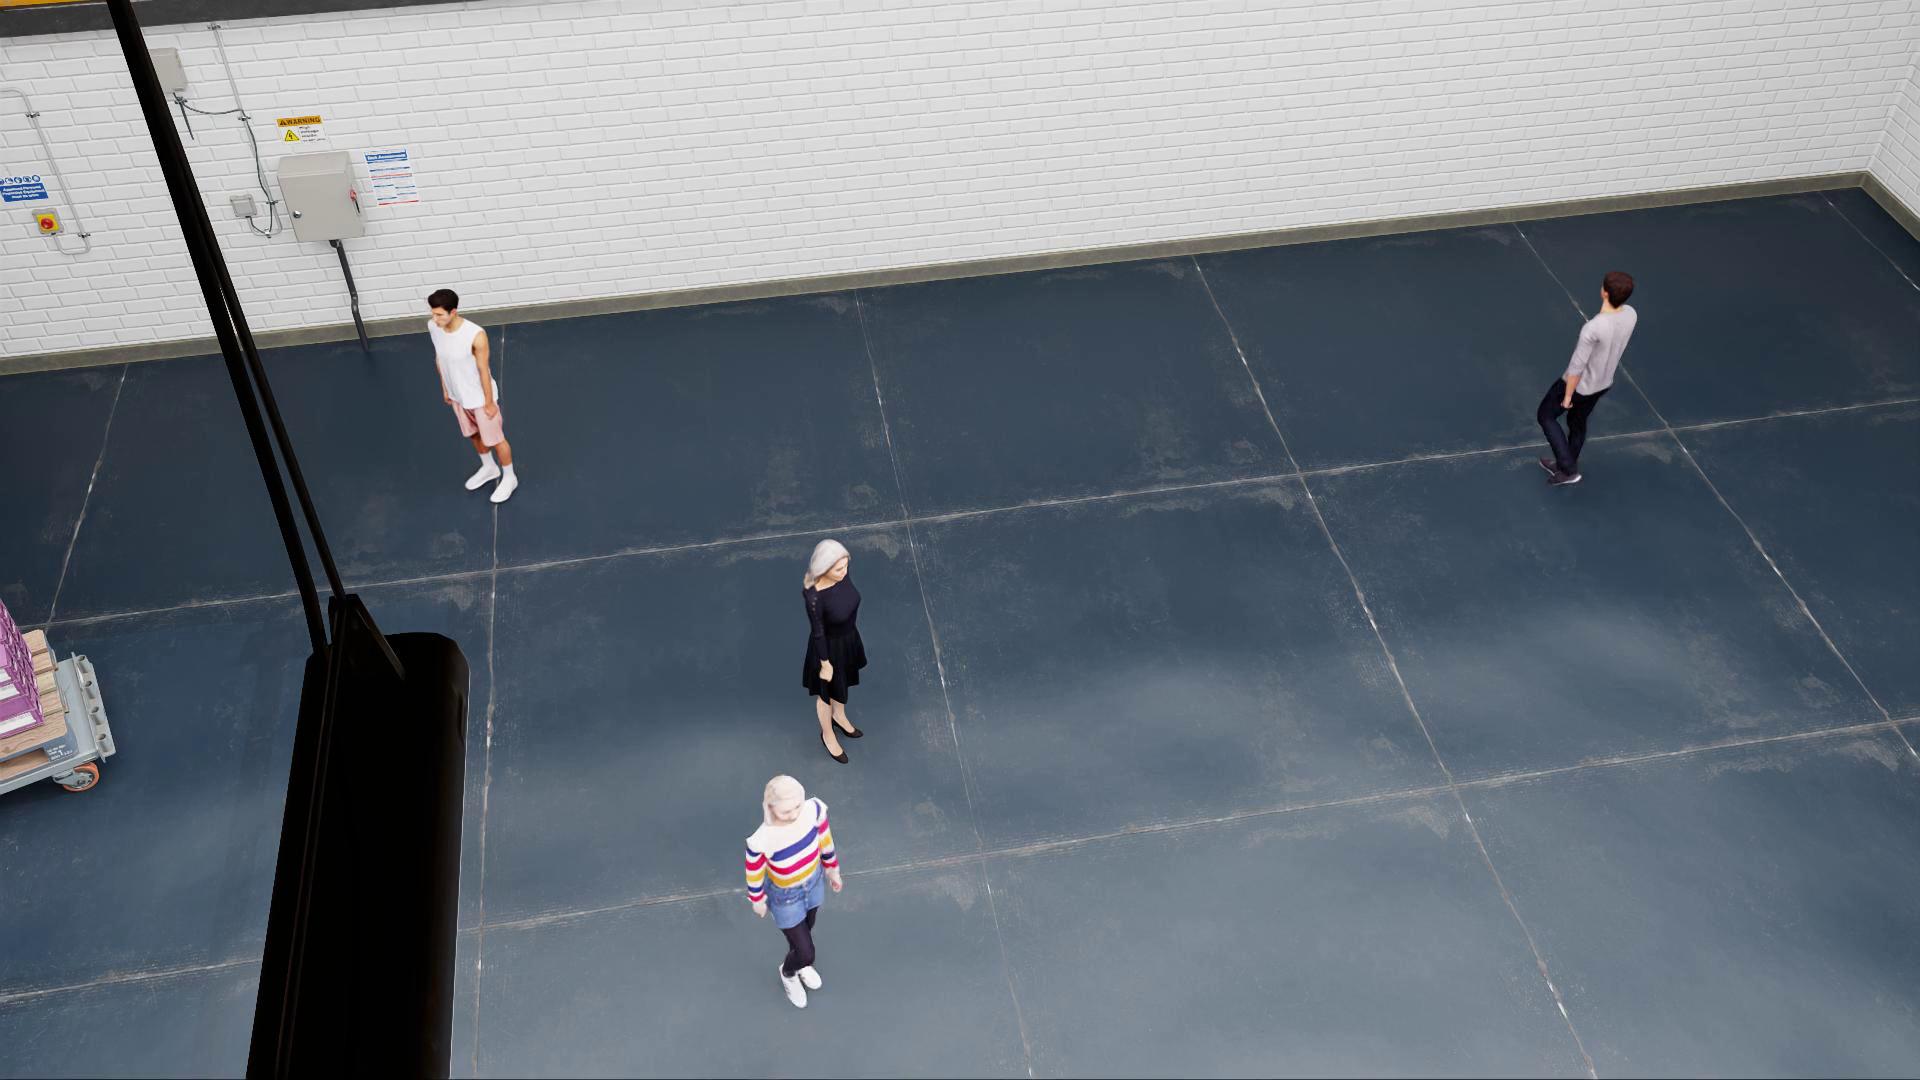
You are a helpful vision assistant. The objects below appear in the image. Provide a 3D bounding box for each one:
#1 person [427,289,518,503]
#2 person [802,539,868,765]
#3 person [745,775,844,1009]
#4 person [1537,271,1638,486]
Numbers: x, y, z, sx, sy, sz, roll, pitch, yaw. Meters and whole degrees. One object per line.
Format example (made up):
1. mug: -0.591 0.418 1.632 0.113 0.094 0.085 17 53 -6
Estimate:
1. person: -3.460 -1.066 11.837 0.733 1.783 0.778 22 48 21
2. person: -0.757 0.655 10.055 0.757 1.748 0.671 17 46 17
3. person: -0.926 1.788 8.830 0.808 1.798 0.771 34 53 30
4. person: 4.507 -1.084 11.821 0.766 1.829 0.814 -19 47 -19
